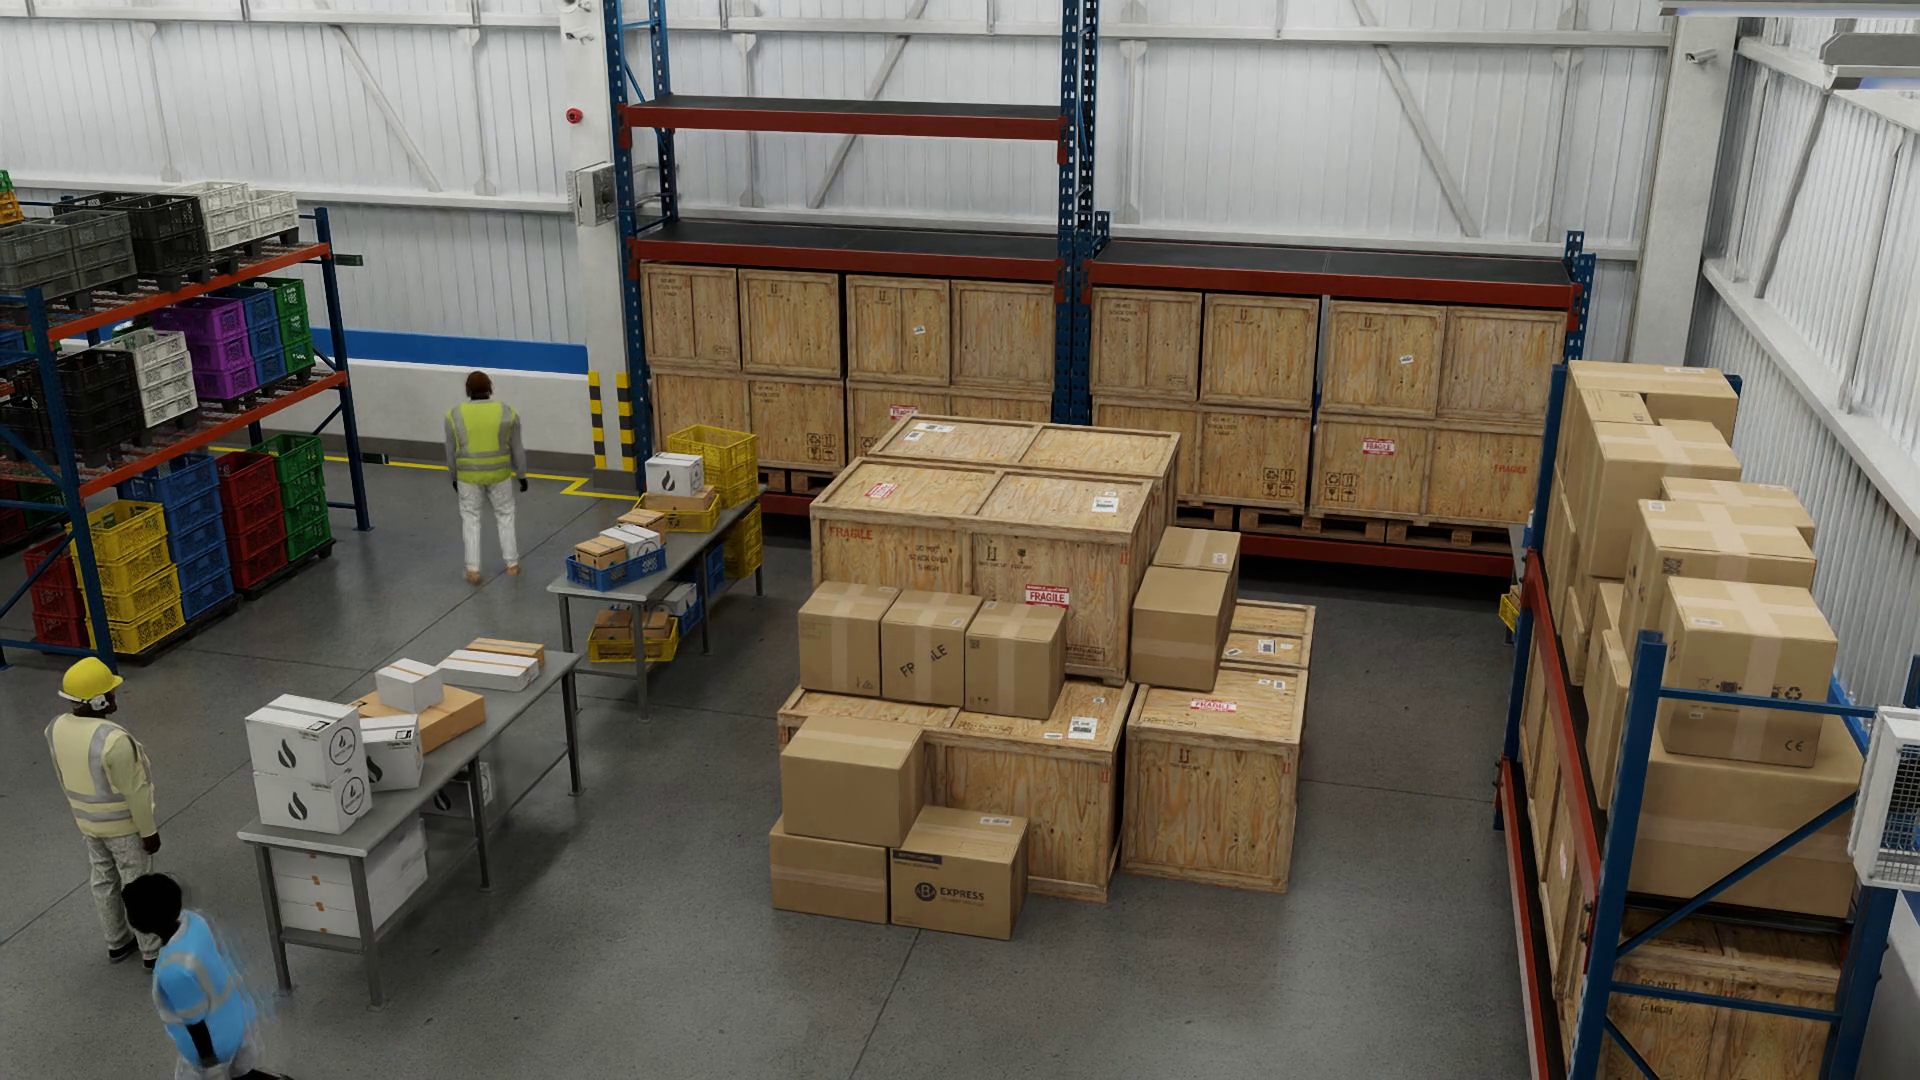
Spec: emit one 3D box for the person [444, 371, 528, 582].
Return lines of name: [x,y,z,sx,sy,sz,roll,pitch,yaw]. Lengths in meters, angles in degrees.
person: [-4.046,-0.540,14.264,0.671,1.826,0.467,-7,22,-19]

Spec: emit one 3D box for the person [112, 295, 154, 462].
person: [-8.345,-1.606,17.037,0.538,1.848,0.771,19,28,41]

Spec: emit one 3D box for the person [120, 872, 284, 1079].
person: [-3.238,2.174,7.396,0.766,1.658,0.545,-5,21,-13]

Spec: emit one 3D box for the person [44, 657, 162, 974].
person: [-4.543,1.481,8.960,0.589,1.833,0.404,9,23,23]

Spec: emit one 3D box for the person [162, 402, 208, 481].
person: [-7.094,-0.976,15.243,0.352,1.937,0.635,1,21,3]
